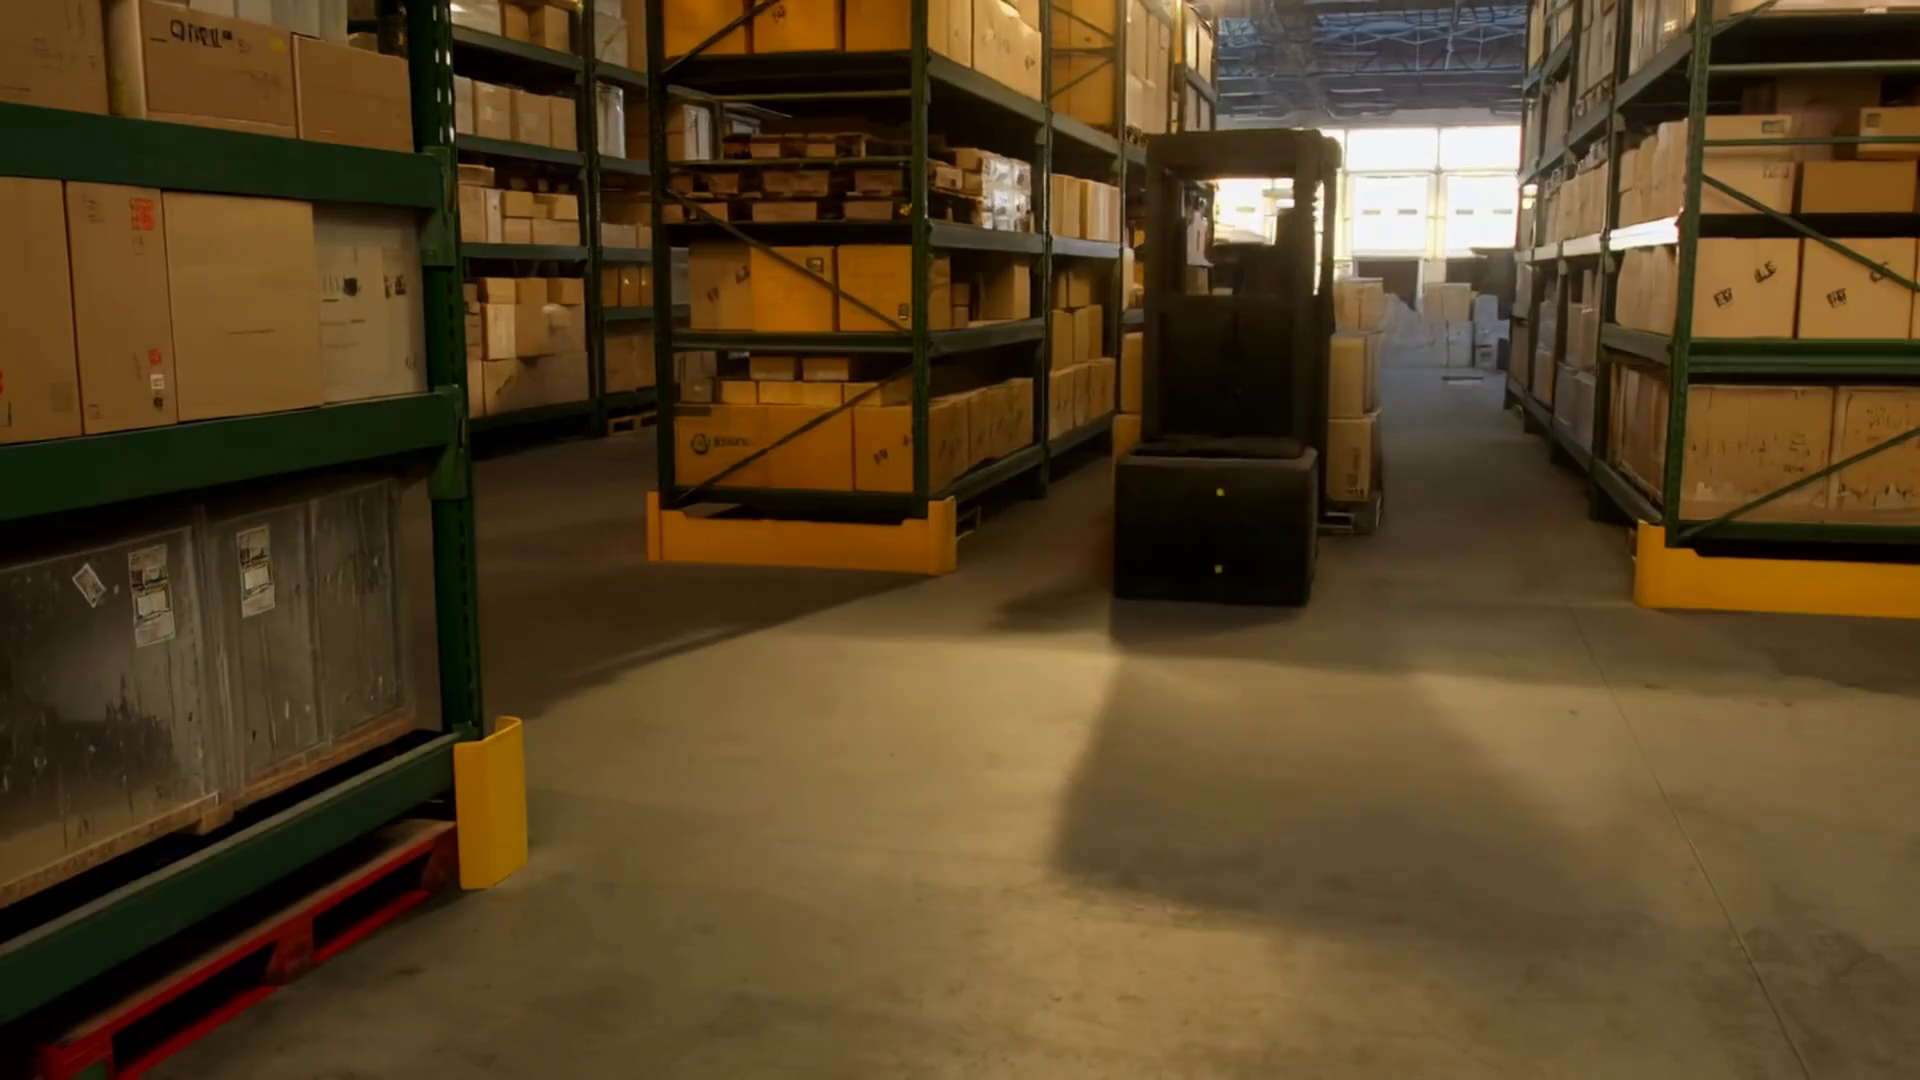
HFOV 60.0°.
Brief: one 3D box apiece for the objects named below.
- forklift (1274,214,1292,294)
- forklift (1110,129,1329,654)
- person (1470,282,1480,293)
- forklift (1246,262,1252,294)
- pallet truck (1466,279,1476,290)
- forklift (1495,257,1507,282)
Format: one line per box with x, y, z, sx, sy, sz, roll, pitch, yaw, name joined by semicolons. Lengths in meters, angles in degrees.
4.253;-2.787;21.481;1.873;2.768;1.129;2;9;15;forklift
1.530;-0.892;9.442;1.129;2.768;1.873;2;9;15;forklift
14.742;-6.491;48.054;0.627;1.913;0.603;-1;9;-5;person
10.551;-8.662;58.805;1.129;2.768;1.873;2;9;15;forklift
18.896;-8.459;60.307;1.885;1.965;0.823;5;10;31;pallet truck
14.713;-6.386;44.345;1.873;2.768;1.129;-6;11;-34;forklift
